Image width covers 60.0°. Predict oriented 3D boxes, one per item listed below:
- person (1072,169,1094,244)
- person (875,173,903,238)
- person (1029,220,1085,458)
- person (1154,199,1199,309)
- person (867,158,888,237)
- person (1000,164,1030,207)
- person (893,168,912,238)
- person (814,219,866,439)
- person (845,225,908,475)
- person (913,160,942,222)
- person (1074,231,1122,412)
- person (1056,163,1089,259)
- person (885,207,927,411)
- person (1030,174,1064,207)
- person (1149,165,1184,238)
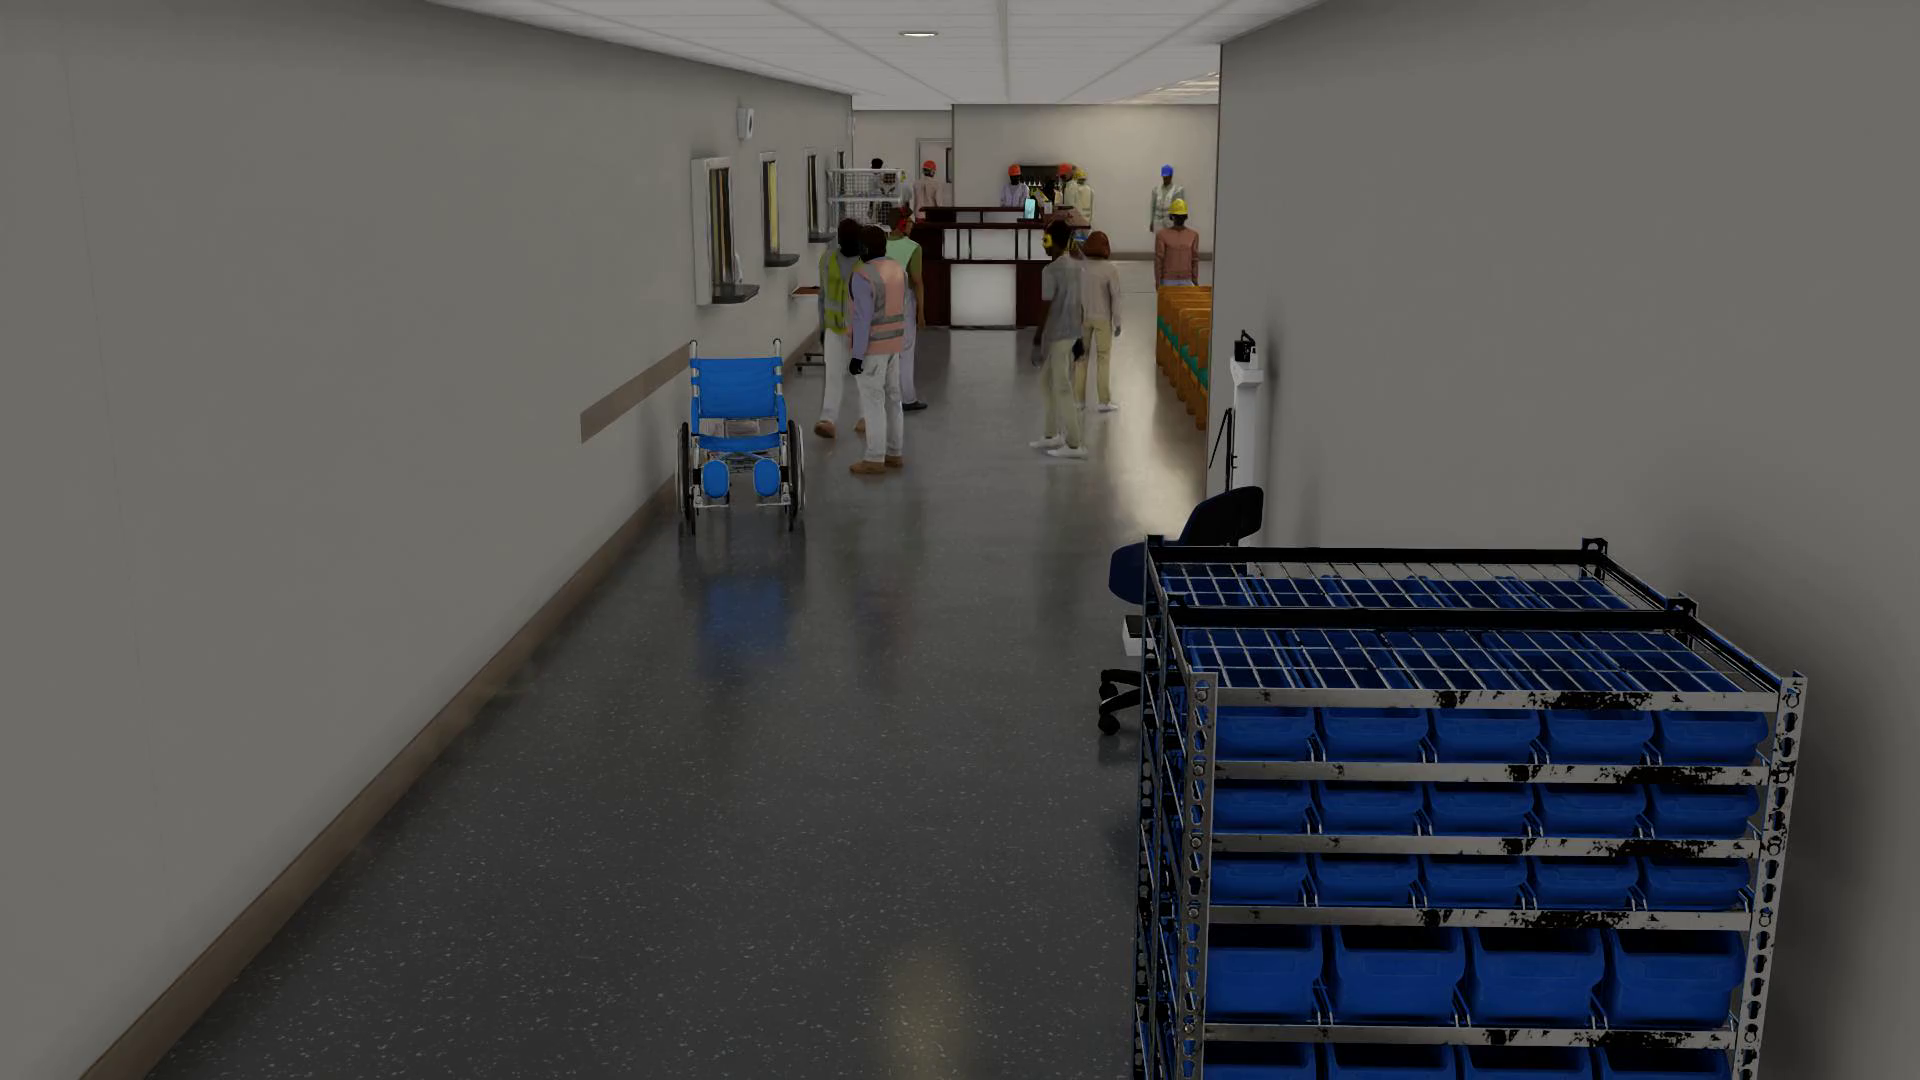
[{"bbox_3d":[2.148,-5.772,30.077,0.588,1.835,0.403,-12,19,-41],"label":"person"},{"bbox_3d":[-1.248,-5.577,29.289,0.503,1.837,0.342,3,14,12],"label":"person"},{"bbox_3d":[0.697,-1.551,12.937,0.674,1.835,0.553,8,16,29],"label":"person"},{"bbox_3d":[2.433,-2.925,18.668,0.532,1.768,0.311,-4,14,-14],"label":"person"},{"bbox_3d":[-1.678,-6.829,34.093,0.368,1.967,0.603,10,17,35],"label":"person"},{"bbox_3d":[0.969,-5.748,29.796,0.545,1.931,0.378,4,15,17],"label":"person"},{"bbox_3d":[-1.138,-5.889,30.520,0.536,1.852,0.545,8,16,28],"label":"person"},{"bbox_3d":[-0.916,-1.733,13.752,0.661,1.794,0.935,4,14,14],"label":"person"},{"bbox_3d":[-0.637,-1.411,12.372,0.429,1.840,0.630,8,16,28],"label":"person"},{"bbox_3d":[-0.577,-5.921,30.386,0.608,1.987,0.402,8,16,28],"label":"person"},{"bbox_3d":[1.226,-1.979,15.100,0.507,1.632,0.264,7,16,26],"label":"person"},{"bbox_3d":[1.989,-5.612,29.172,0.629,1.954,0.680,3,14,11],"label":"person"},{"bbox_3d":[-0.580,-2.097,15.151,0.567,1.840,0.375,9,17,33],"label":"person"},{"bbox_3d":[1.419,-4.983,26.885,0.628,1.836,0.429,-7,16,-27],"label":"person"},{"bbox_3d":[3.625,-5.592,29.153,0.619,1.934,0.536,7,16,27],"label":"person"}]
